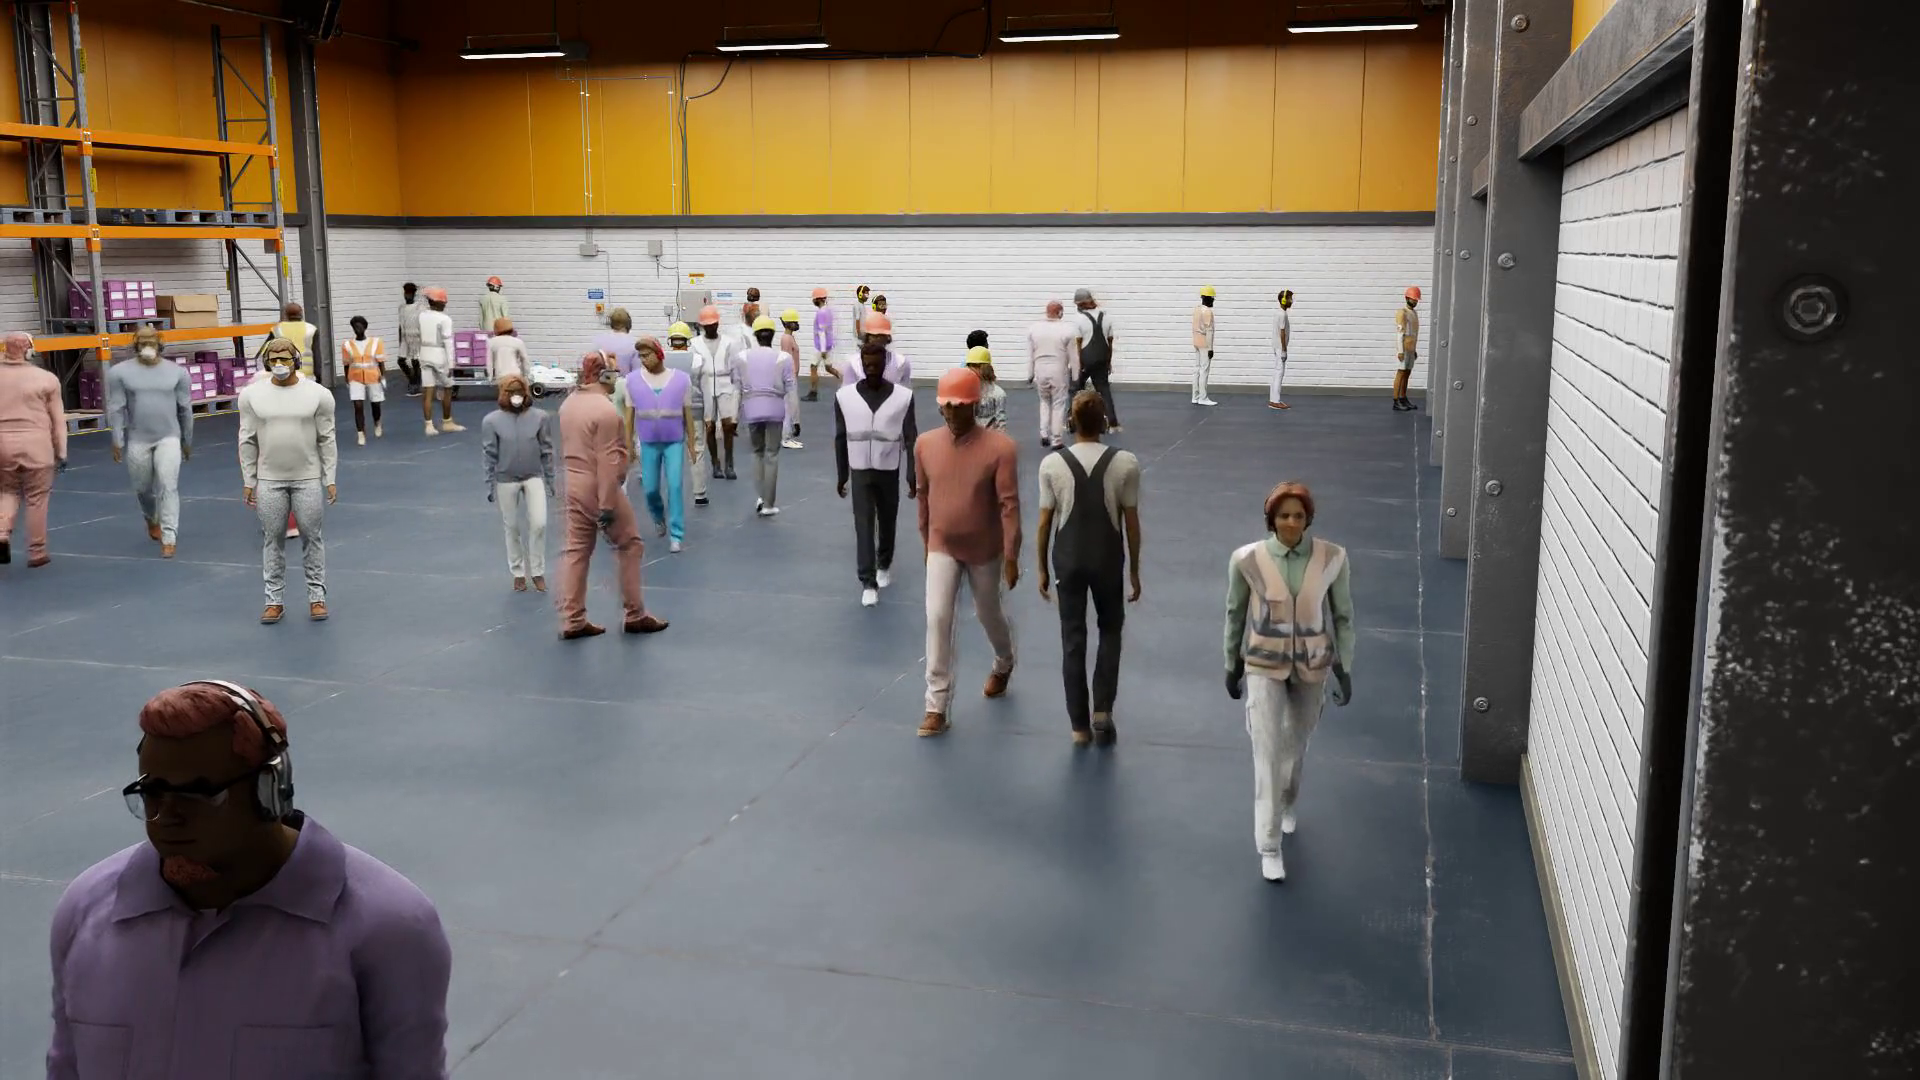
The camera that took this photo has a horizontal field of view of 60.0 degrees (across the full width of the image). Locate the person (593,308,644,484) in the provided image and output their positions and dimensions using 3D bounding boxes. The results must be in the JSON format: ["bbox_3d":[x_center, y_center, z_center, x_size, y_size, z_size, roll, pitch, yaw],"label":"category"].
[{"bbox_3d":[-3.569,-1.500,17.639,0.651,1.906,0.843,4,11,20],"label":"person"}]

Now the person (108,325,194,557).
[{"bbox_3d":[-6.727,-0.843,13.890,0.637,1.920,0.829,-4,11,-23],"label":"person"}]

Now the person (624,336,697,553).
[{"bbox_3d":[-2.517,-0.822,14.046,0.598,1.816,0.656,-1,10,-5],"label":"person"}]

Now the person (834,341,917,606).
[{"bbox_3d":[-0.609,-0.523,12.173,0.602,1.883,0.966,0,10,-3],"label":"person"}]

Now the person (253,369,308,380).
[{"bbox_3d":[-6.565,-1.099,16.141,0.531,1.622,0.423,-3,11,-18],"label":"person"}]

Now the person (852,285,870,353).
[{"bbox_3d":[-1.737,-3.571,29.477,0.329,1.865,0.514,0,10,3],"label":"person"}]

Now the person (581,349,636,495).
[{"bbox_3d":[-3.210,-0.917,15.123,0.511,1.616,0.490,-1,10,-6],"label":"person"}]

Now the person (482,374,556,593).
[{"bbox_3d":[-3.227,-0.405,12.216,0.525,1.616,0.557,-3,11,-19],"label":"person"}]

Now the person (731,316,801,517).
[{"bbox_3d":[-1.845,-1.176,15.839,0.663,1.887,0.564,1,10,7],"label":"person"}]

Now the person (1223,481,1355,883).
[{"bbox_3d":[1.365,0.537,6.962,0.516,1.597,0.854,0,10,0],"label":"person"}]

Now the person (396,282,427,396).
[{"bbox_3d":[-9.366,-3.415,28.365,0.611,1.940,0.424,4,11,23],"label":"person"}]

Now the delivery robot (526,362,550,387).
[{"bbox_3d":[-7.275,-2.827,28.698,0.477,0.478,0.707,5,11,25],"label":"delivery robot"}]

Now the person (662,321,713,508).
[{"bbox_3d":[-2.704,-1.219,16.251,0.588,1.830,0.404,0,10,-1],"label":"person"}]

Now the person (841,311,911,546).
[{"bbox_3d":[-0.732,-0.990,14.474,0.614,2.010,1.011,-2,10,-10],"label":"person"}]

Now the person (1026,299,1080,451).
[{"bbox_3d":[1.202,-2.076,20.927,0.686,1.891,0.541,5,11,24],"label":"person"}]

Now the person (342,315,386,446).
[{"bbox_3d":[-7.707,-2.077,21.536,0.539,1.673,0.650,-3,10,-16],"label":"person"}]

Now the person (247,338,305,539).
[{"bbox_3d":[-5.930,-0.881,14.552,0.524,1.756,0.381,-1,10,-5],"label":"person"}]

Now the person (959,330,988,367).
[{"bbox_3d":[0.166,-1.322,17.212,0.319,1.696,0.546,-6,12,-29],"label":"person"}]

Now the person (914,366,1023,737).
[{"bbox_3d":[0.070,0.012,9.004,0.628,1.943,1.052,3,11,17],"label":"person"}]

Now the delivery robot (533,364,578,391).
[{"bbox_3d":[-6.843,-2.726,28.125,0.707,0.478,0.477,0,10,3],"label":"delivery robot"}]

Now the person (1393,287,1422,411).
[{"bbox_3d":[7.006,-2.984,25.967,0.385,1.928,0.547,9,13,40],"label":"person"}]

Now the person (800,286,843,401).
[{"bbox_3d":[-2.174,-3.215,27.364,0.861,1.910,0.546,3,10,15],"label":"person"}]

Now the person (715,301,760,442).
[{"bbox_3d":[-2.891,-2.210,21.846,0.871,1.852,0.574,3,11,18],"label":"person"}]

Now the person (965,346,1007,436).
[{"bbox_3d":[0.148,-0.717,13.648,0.487,1.746,0.290,6,12,30],"label":"person"}]

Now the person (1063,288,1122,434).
[{"bbox_3d":[1.832,-2.481,22.799,0.733,2.000,0.729,-6,12,-31],"label":"person"}]

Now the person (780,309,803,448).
[{"bbox_3d":[-2.144,-2.048,21.125,0.310,1.768,0.533,-1,10,-5],"label":"person"}]

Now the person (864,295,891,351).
[{"bbox_3d":[-1.135,-2.547,23.657,0.319,1.870,0.532,8,13,39],"label":"person"}]

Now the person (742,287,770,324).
[{"bbox_3d":[-3.579,-3.463,28.929,0.425,1.844,0.624,6,12,30],"label":"person"}]

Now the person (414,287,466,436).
[{"bbox_3d":[-7.099,-2.417,22.553,0.651,2.007,0.707,3,10,17],"label":"person"}]

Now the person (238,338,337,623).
[{"bbox_3d":[-4.558,-0.403,11.320,0.627,1.941,0.371,-3,10,-16],"label":"person"}]

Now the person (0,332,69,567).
[{"bbox_3d":[-7.444,-0.706,13.221,0.651,1.883,0.463,-2,10,-10],"label":"person"}]

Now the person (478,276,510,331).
[{"bbox_3d":[-8.762,-3.967,31.367,0.612,1.985,0.401,3,10,15],"label":"person"}]

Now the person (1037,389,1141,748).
[{"bbox_3d":[0.661,0.140,8.537,0.539,1.832,0.483,1,10,5],"label":"person"}]

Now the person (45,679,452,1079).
[{"bbox_3d":[-1.124,1.150,2.621,0.641,1.908,0.409,0,10,1],"label":"person"}]

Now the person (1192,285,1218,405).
[{"bbox_3d":[3.957,-3.138,26.842,0.373,1.923,0.595,-3,10,-15],"label":"person"}]

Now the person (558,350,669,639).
[{"bbox_3d":[-2.291,-0.302,10.903,0.654,1.877,0.797,10,14,44],"label":"person"}]

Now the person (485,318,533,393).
[{"bbox_3d":[-6.063,-2.184,22.373,0.594,1.595,0.679,-3,10,-15],"label":"person"}]

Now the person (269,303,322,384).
[{"bbox_3d":[-8.792,-2.235,22.064,0.651,1.797,0.927,-3,10,-17],"label":"person"}]

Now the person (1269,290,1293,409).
[{"bbox_3d":[5.082,-3.007,26.276,0.313,1.864,0.530,0,10,0],"label":"person"}]

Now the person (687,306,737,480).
[{"bbox_3d":[-2.674,-1.587,18.114,0.553,1.901,0.791,-2,10,-11],"label":"person"}]
